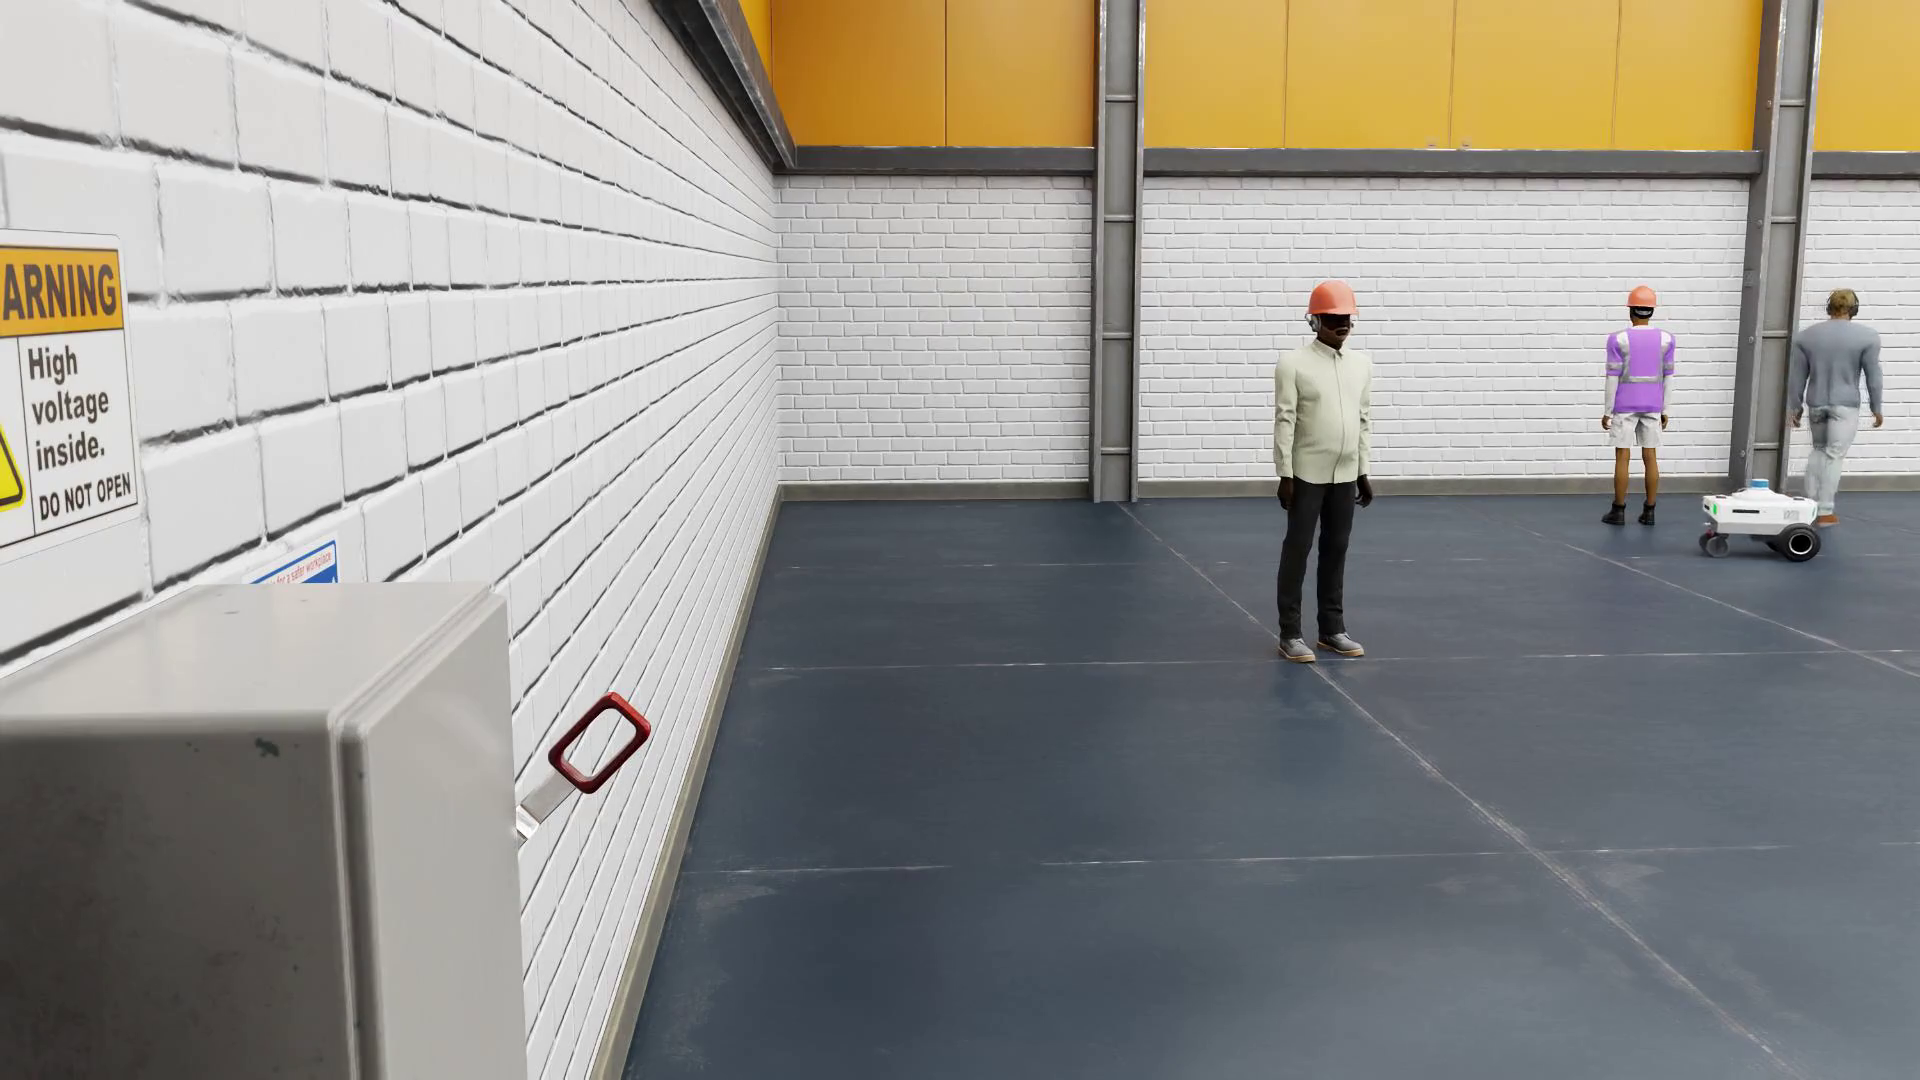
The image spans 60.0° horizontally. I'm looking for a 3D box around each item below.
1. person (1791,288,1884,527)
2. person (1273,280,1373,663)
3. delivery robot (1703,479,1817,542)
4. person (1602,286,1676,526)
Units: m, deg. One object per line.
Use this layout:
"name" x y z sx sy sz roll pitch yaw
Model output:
"person" 7.099 -1.065 13.444 0.641 1.919 0.650 -7 11 -37
"person" 1.917 -0.360 8.760 0.609 1.995 0.376 -4 10 -26
"delivery robot" 5.732 -0.195 11.941 0.707 0.478 0.477 2 9 13
"person" 5.461 -1.077 13.443 0.542 1.938 0.357 0 9 3
